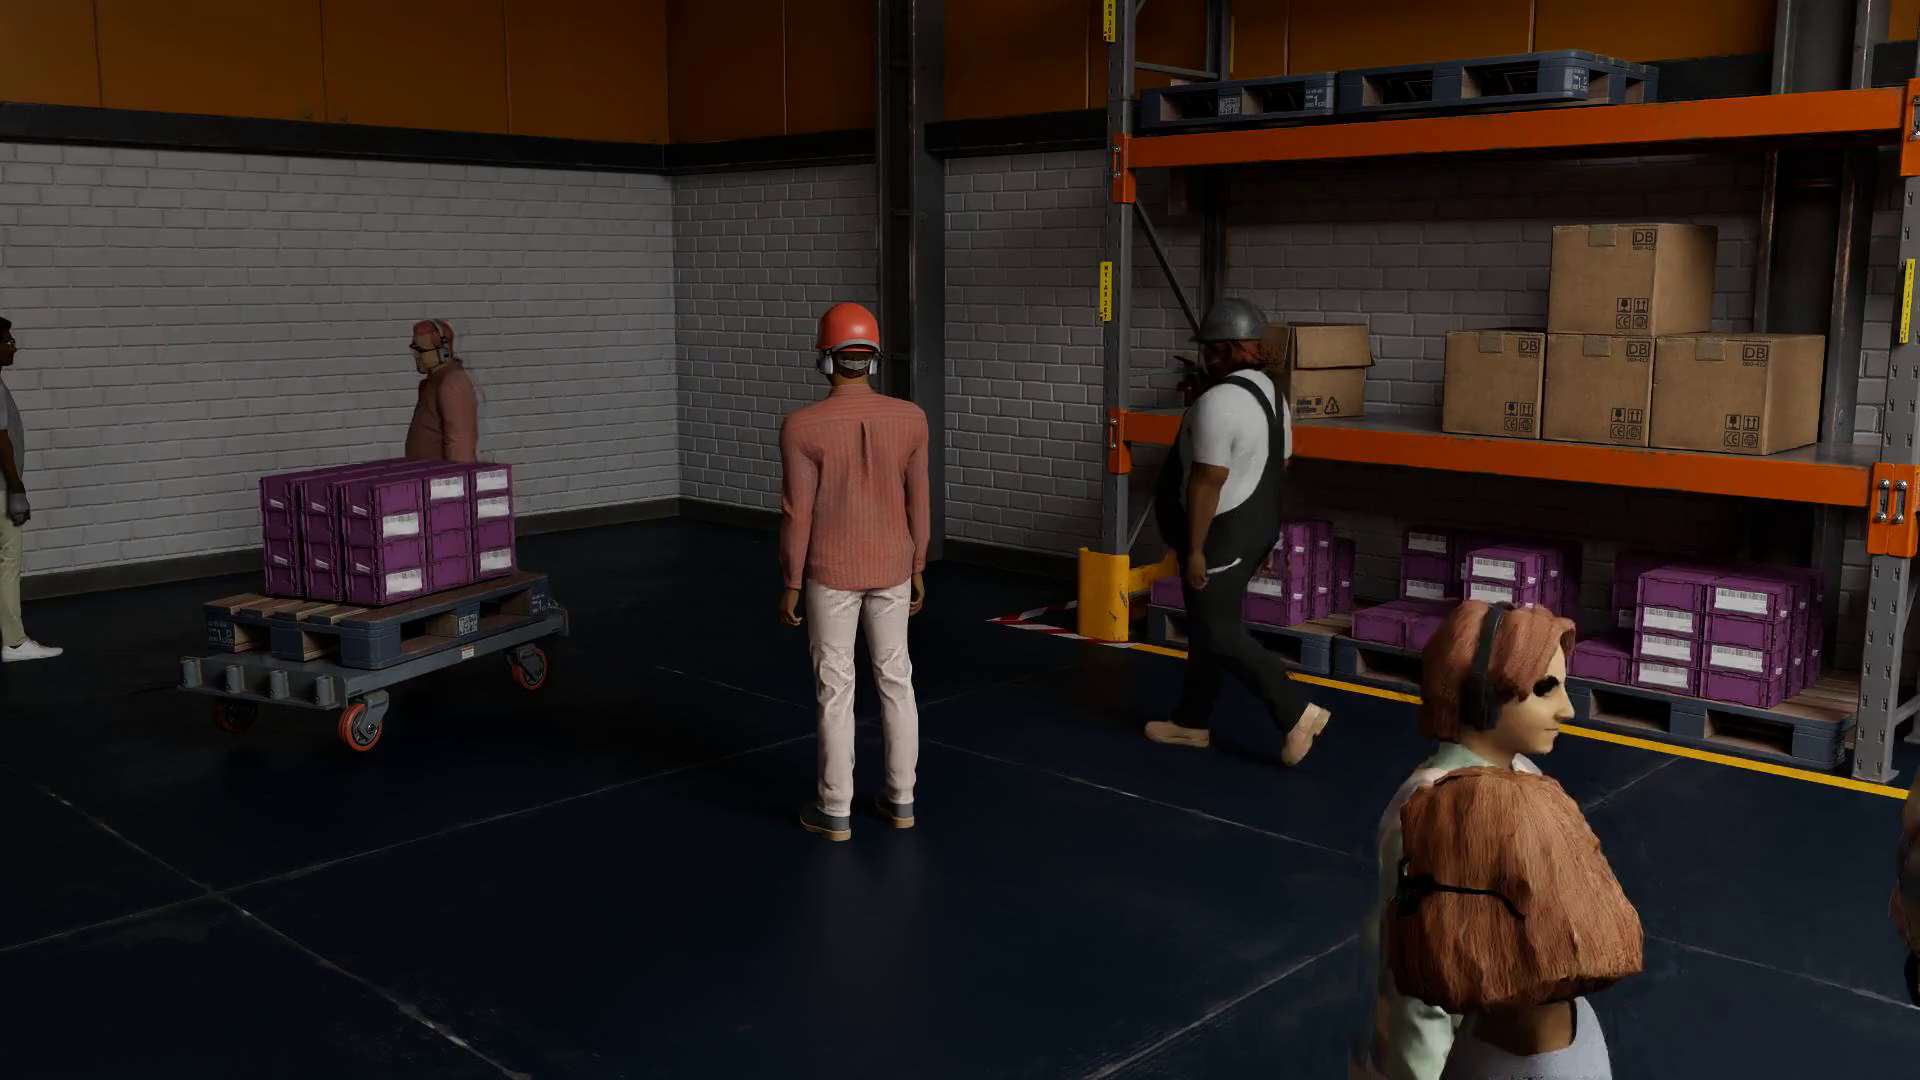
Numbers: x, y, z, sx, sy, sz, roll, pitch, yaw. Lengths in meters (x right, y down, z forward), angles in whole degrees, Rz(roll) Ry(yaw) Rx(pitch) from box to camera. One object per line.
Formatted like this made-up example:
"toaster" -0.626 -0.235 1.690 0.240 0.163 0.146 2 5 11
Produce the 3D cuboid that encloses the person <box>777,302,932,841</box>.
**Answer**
"person" -0.395 0.121 6.209 0.608 1.996 0.379 -5 10 -27

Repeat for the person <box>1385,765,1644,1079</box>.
"person" 0.672 1.033 1.856 0.844 1.594 0.500 3 10 17

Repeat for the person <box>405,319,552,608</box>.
"person" -2.809 -0.310 9.300 0.989 1.852 0.644 -3 10 -16

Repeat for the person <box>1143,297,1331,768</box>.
"person" 1.199 -0.048 7.104 0.868 2.000 0.685 6 11 31

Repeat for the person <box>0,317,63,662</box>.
"person" -5.200 -0.277 9.030 0.520 1.873 0.328 8 12 40

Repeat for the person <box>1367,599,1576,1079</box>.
"person" 0.755 0.883 2.652 0.613 1.619 0.526 7 12 37

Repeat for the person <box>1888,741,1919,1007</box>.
"person" 1.892 0.766 2.867 0.948 1.801 0.639 2 10 13
